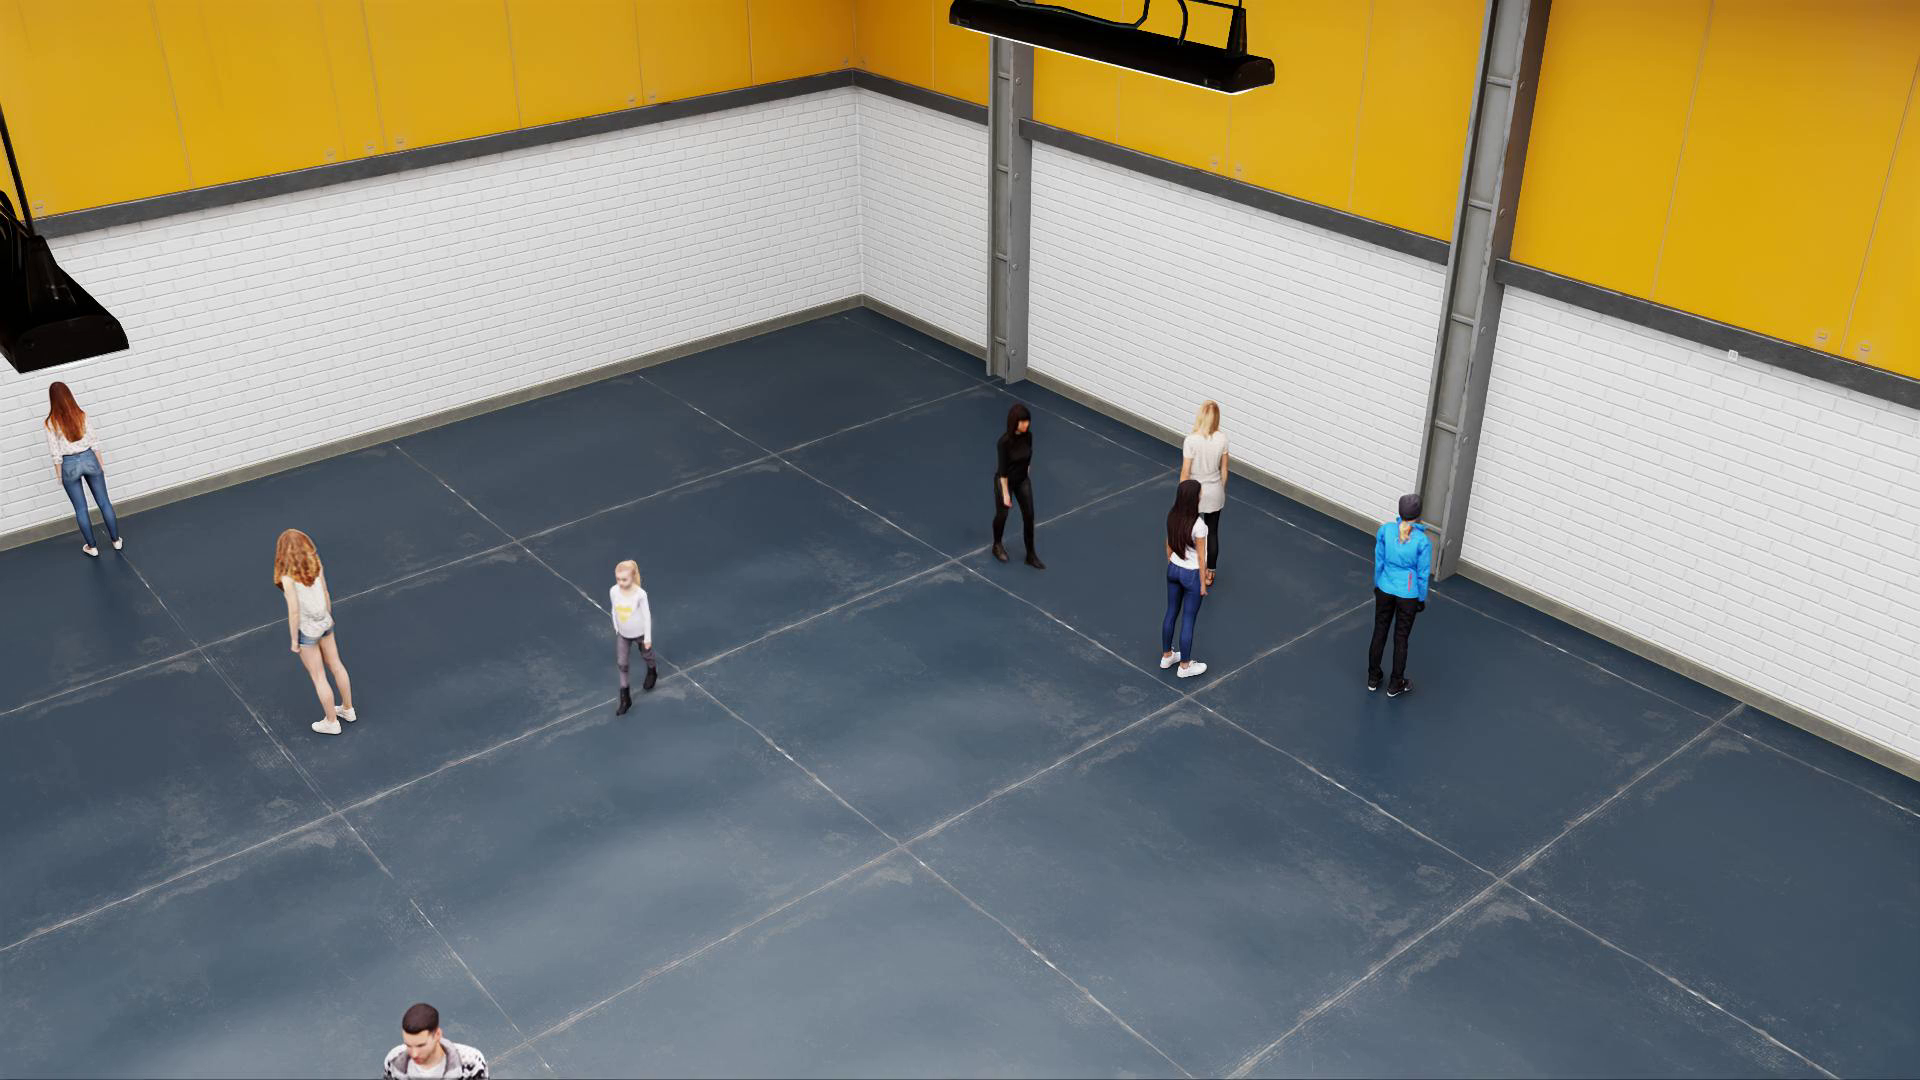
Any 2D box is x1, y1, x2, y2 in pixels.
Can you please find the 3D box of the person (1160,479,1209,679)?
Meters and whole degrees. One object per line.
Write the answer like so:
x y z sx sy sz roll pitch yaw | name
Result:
1.844 0.304 13.652 0.662 1.775 0.467 -19 34 -30 | person

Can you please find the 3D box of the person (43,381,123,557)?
-8.199 -0.673 15.493 0.579 1.728 0.484 -21 35 -33 | person

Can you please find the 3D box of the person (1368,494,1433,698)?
3.525 0.437 13.388 0.515 1.795 0.712 22 35 34 | person

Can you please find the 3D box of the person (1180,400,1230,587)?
2.179 -0.401 14.891 0.679 1.827 0.683 -5 29 -10 | person

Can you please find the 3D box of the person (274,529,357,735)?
-5.010 0.711 12.925 0.645 1.758 0.652 12 31 21 | person

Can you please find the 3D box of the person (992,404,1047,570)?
0.426 -0.535 15.358 0.629 1.614 0.860 -16 33 -27 | person

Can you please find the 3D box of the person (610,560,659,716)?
-2.611 0.718 13.445 0.887 1.246 0.897 6 29 11 | person

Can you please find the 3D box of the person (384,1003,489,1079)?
-2.627 3.065 8.500 0.764 1.862 0.806 1 29 1 | person
